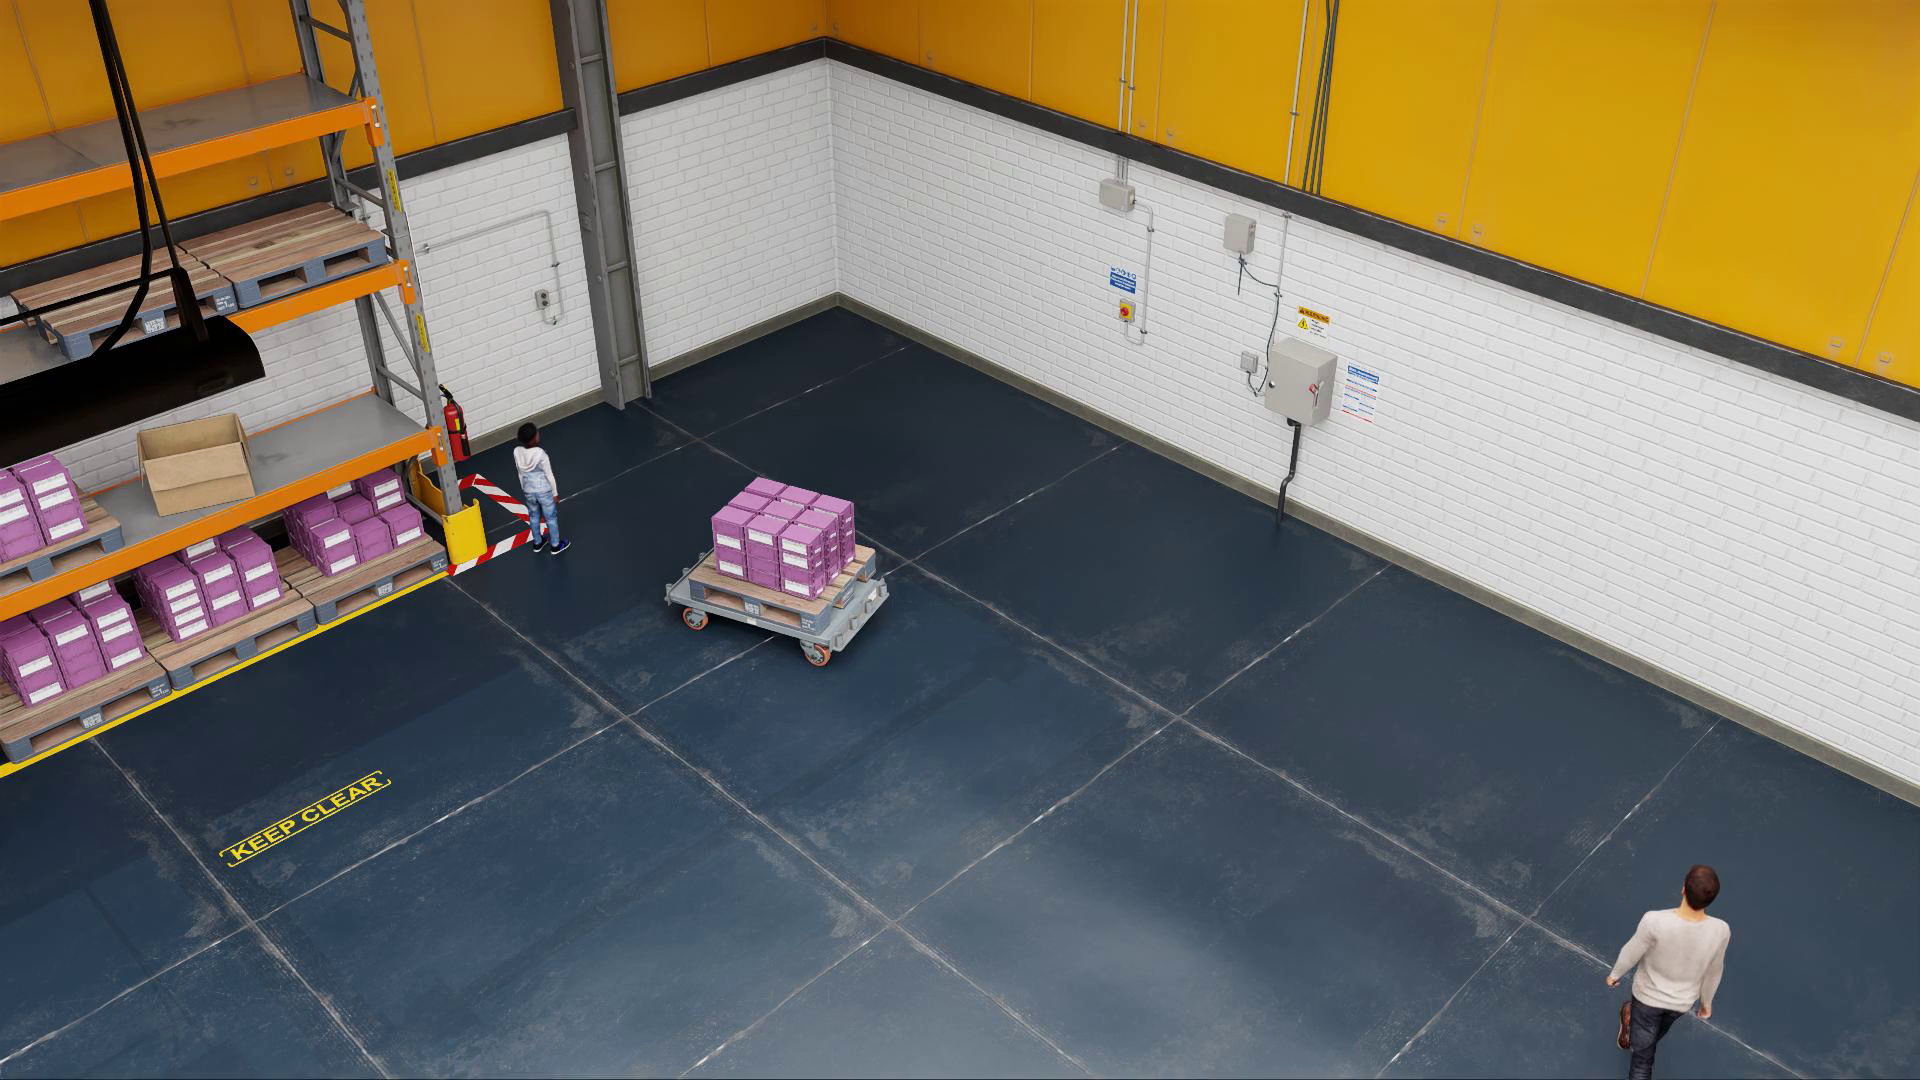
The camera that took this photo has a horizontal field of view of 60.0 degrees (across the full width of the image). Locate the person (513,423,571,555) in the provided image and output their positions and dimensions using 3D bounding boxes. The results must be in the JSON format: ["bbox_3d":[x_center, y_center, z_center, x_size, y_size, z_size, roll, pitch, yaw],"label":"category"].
[{"bbox_3d":[-3.645,-0.447,14.356,0.562,1.262,0.604,9,35,13],"label":"person"}]

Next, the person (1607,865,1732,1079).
[{"bbox_3d":[3.929,2.608,9.241,1.084,1.837,1.181,2,34,4],"label":"person"}]
